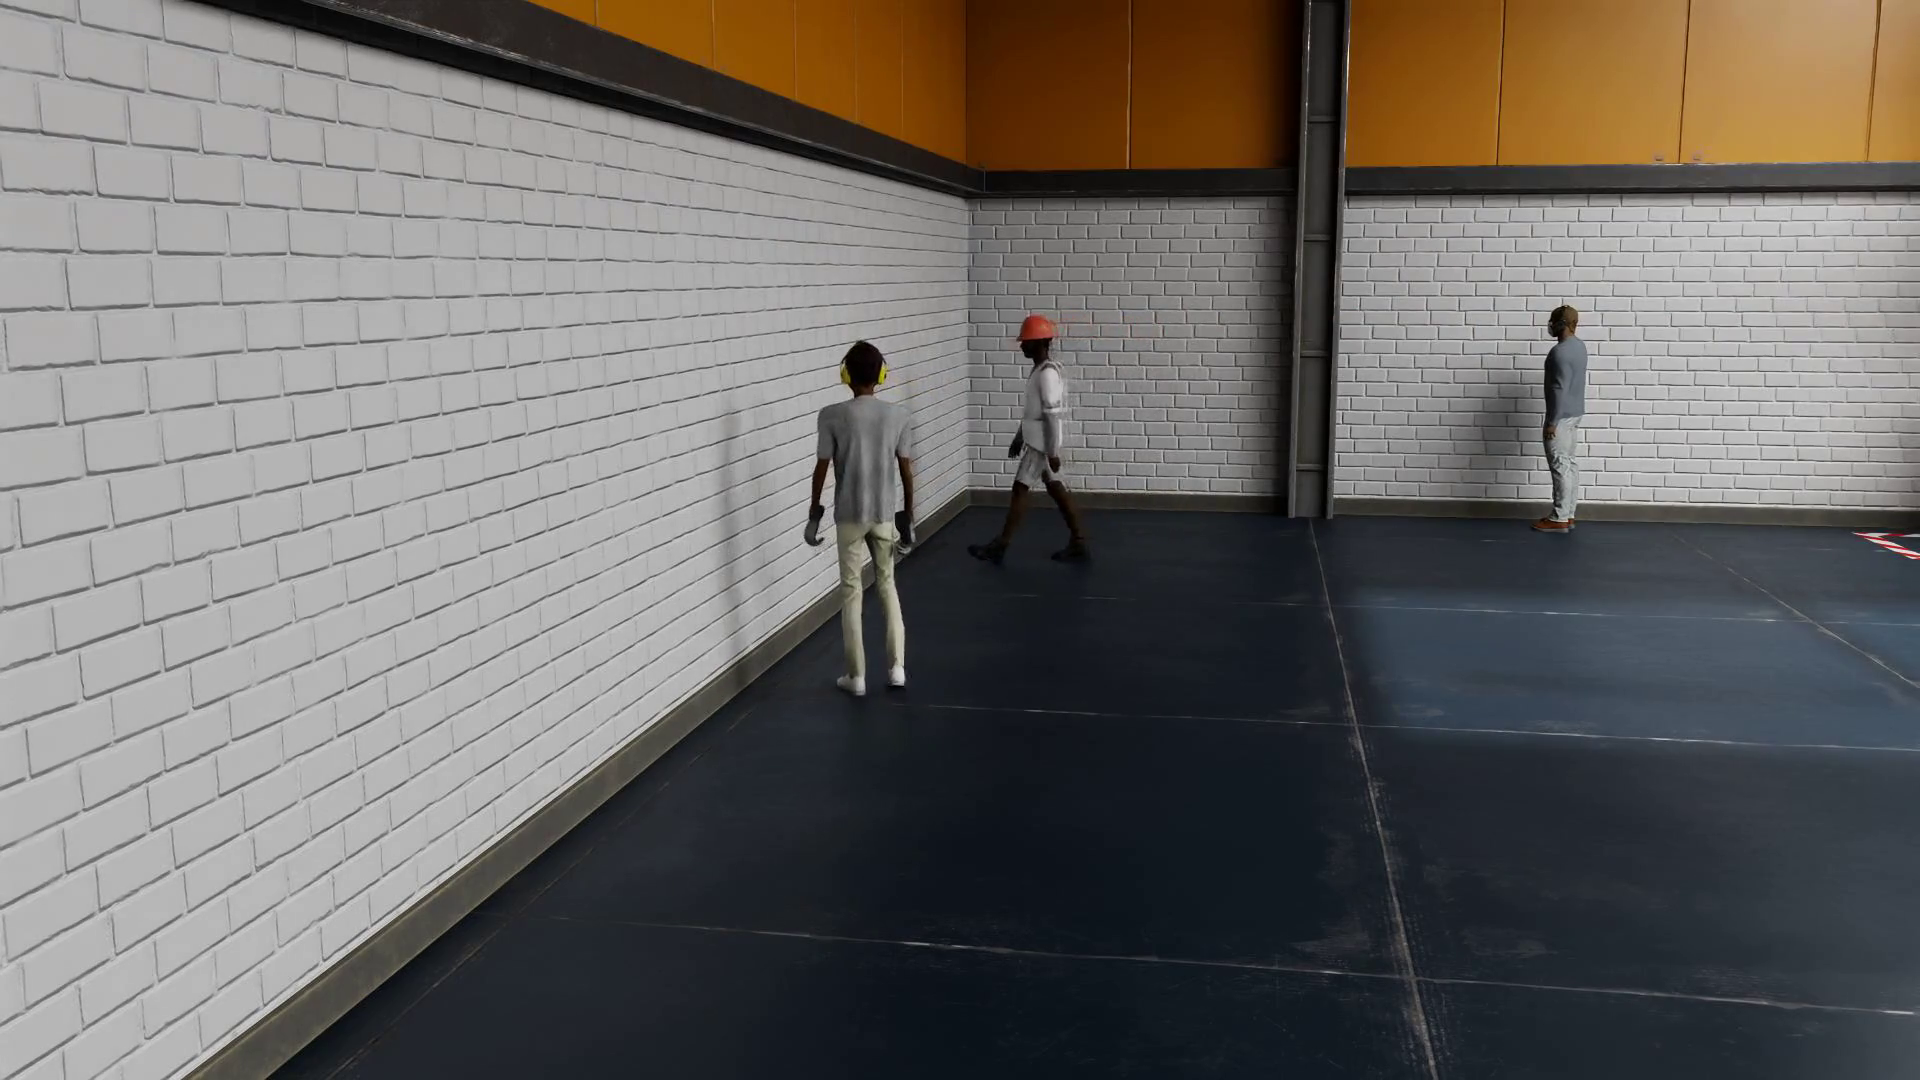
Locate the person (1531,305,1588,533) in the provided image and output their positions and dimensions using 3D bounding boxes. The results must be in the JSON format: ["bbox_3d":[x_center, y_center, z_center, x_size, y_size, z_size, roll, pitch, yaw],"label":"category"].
[{"bbox_3d":[5.135,-1.032,14.204,0.356,1.938,0.638,6,11,34],"label":"person"}]

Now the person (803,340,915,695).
[{"bbox_3d":[-0.522,-0.104,8.681,0.544,1.865,0.395,-3,10,-20],"label":"person"}]

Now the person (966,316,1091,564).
[{"bbox_3d":[0.560,-0.749,12.628,0.960,1.890,0.555,0,9,3],"label":"person"}]
